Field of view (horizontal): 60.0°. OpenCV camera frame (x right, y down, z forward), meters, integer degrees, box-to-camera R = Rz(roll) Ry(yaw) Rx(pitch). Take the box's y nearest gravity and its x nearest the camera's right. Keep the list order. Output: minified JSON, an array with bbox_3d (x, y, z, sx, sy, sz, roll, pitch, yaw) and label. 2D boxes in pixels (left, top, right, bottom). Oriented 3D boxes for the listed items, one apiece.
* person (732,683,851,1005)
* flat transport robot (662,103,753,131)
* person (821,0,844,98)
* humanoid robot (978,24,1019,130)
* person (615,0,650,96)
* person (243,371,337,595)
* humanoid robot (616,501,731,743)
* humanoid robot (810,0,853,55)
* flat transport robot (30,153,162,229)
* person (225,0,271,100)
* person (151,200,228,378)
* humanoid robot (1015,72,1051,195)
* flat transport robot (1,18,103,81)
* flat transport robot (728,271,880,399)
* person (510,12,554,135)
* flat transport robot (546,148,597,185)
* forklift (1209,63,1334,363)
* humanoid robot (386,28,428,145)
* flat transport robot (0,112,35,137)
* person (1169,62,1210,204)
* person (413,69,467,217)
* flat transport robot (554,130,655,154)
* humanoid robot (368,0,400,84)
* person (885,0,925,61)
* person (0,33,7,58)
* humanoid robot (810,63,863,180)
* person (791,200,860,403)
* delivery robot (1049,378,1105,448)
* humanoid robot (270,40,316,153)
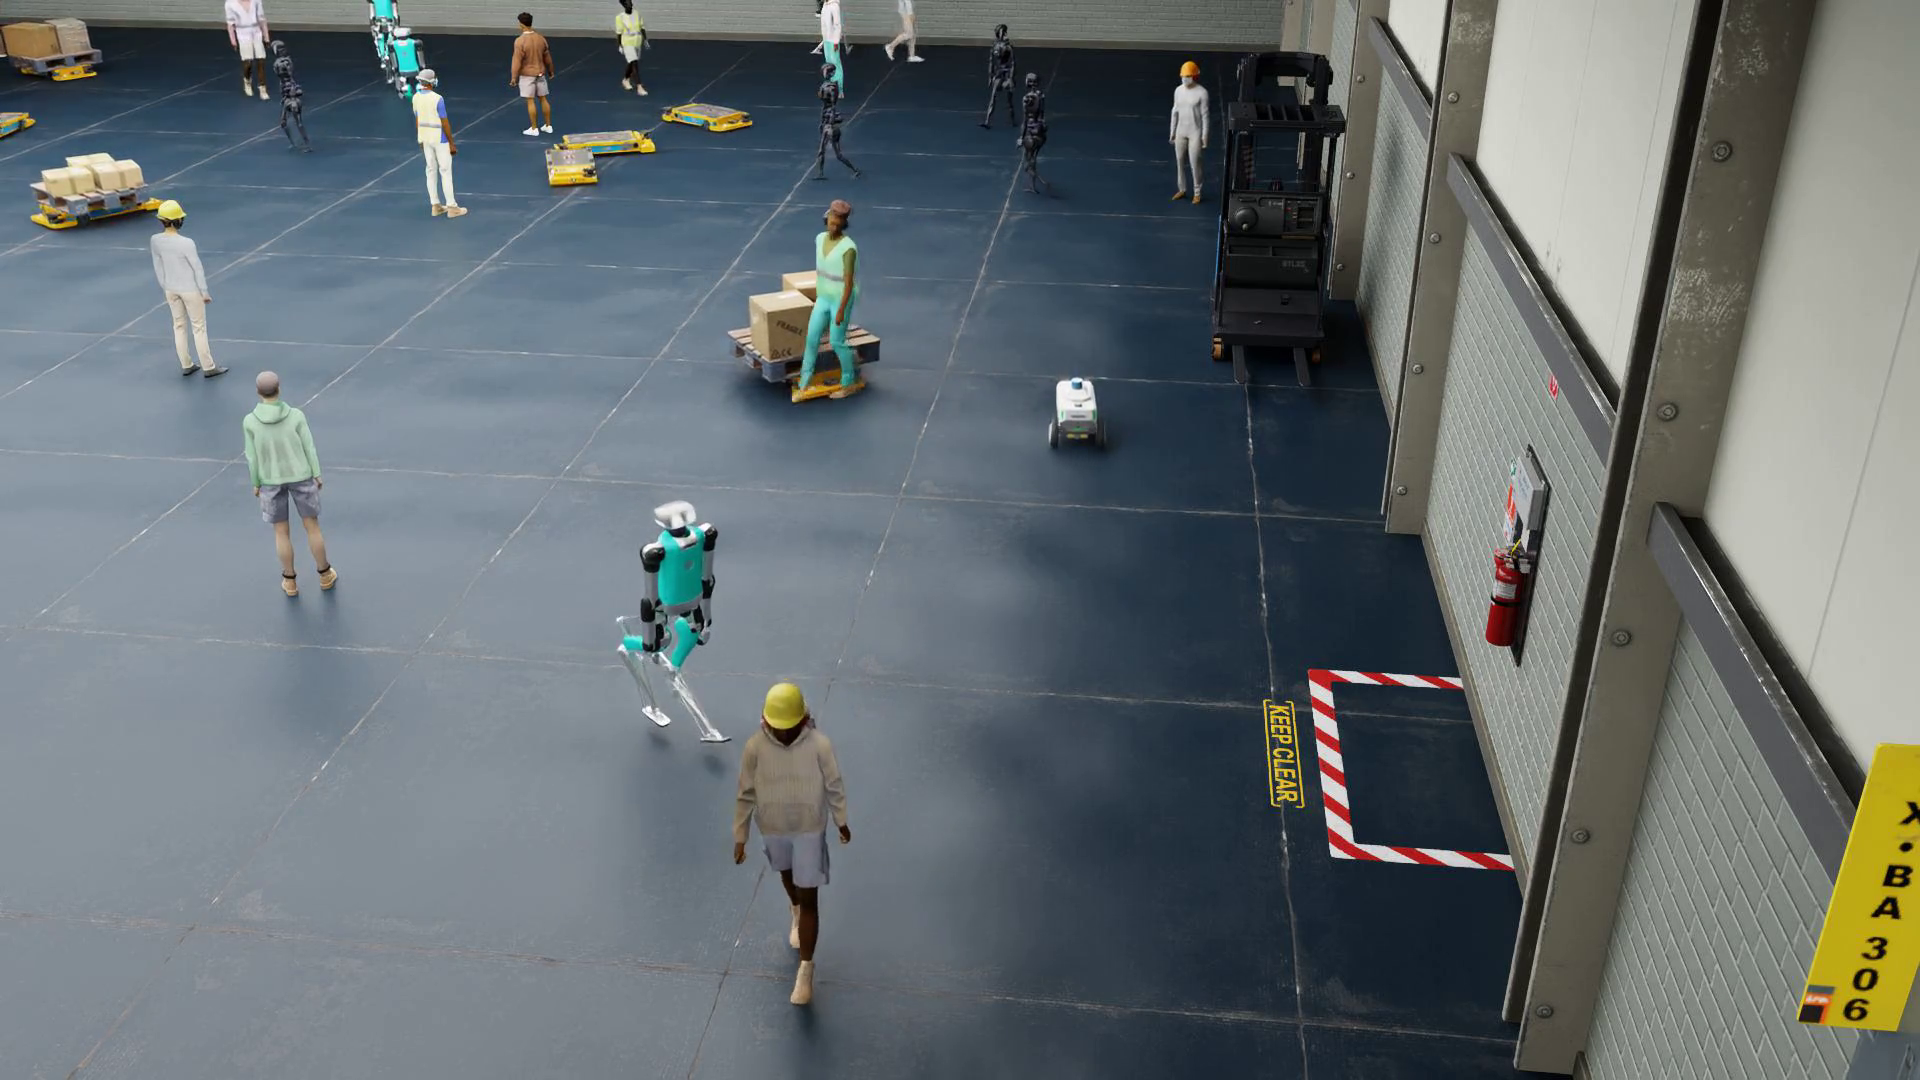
[{"bbox_3d":[-0.873,1.517,8.483,0.578,1.718,0.880,1,27,3],"label":"person"},{"bbox_3d":[-4.056,-6.782,26.677,1.431,0.231,0.659,21,33,35],"label":"flat transport robot"},{"bbox_3d":[-2.179,-8.475,28.220,0.348,1.914,0.497,-14,30,-26],"label":"person"},{"bbox_3d":[0.646,-7.242,26.064,0.750,1.631,0.607,-23,35,-38],"label":"humanoid robot"},{"bbox_3d":[-5.680,-8.550,28.654,0.841,1.662,0.528,21,33,36],"label":"person"},{"bbox_3d":[-4.981,-0.413,12.316,0.482,1.741,0.318,-10,28,-20],"label":"person"},{"bbox_3d":[-1.869,0.510,10.478,0.978,1.732,0.540,23,35,38],"label":"humanoid robot"},{"bbox_3d":[-2.425,-10.169,31.817,0.957,1.776,0.534,-2,27,-3],"label":"humanoid robot"},{"bbox_3d":[-11.358,-4.368,21.858,0.659,0.231,1.431,21,33,35],"label":"flat transport robot"},{"bbox_3d":[-11.975,-8.467,28.082,0.615,2.028,0.428,-21,33,-36],"label":"person"},{"bbox_3d":[-7.634,-2.471,16.400,0.532,1.767,0.320,8,28,15],"label":"person"},{"bbox_3d":[1.049,-5.504,22.552,0.471,1.638,0.600,15,30,28],"label":"humanoid robot"},{"bbox_3d":[-16.385,-8.535,30.178,1.431,0.231,0.659,18,32,32],"label":"flat transport robot"},{"bbox_3d":[-1.572,-1.760,16.651,0.659,0.231,1.431,-15,30,-27],"label":"flat transport robot"},{"bbox_3d":[-6.617,-7.244,25.835,0.392,1.848,0.777,22,34,37],"label":"person"},{"bbox_3d":[-5.583,-5.367,23.853,0.659,0.231,1.431,-6,27,-13],"label":"flat transport robot"},{"bbox_3d":[3.241,-3.477,17.183,1.129,2.768,1.873,3,27,6],"label":"forklift"},{"bbox_3d":[-8.324,-6.960,25.457,0.551,1.822,0.883,-2,27,-4],"label":"humanoid robot"},{"bbox_3d":[-15.151,-6.443,26.000,0.659,0.231,1.431,0,27,0],"label":"flat transport robot"},{"bbox_3d":[3.062,-5.425,22.197,0.573,1.874,0.467,17,31,30],"label":"person"},{"bbox_3d":[-6.807,-5.140,21.591,0.533,1.893,0.400,11,29,21],"label":"person"},{"bbox_3d":[-5.351,-5.948,25.014,1.431,0.231,0.659,-8,28,-16],"label":"flat transport robot"},{"bbox_3d":[-10.059,-8.785,29.016,0.539,1.717,0.988,1,27,2],"label":"humanoid robot"},{"bbox_3d":[-1.034,-9.869,31.070,0.661,1.854,0.515,0,27,1],"label":"person"},{"bbox_3d":[-18.401,-9.998,31.278,0.401,1.907,0.649,3,27,6],"label":"person"},{"bbox_3d":[-1.761,-5.839,23.285,0.737,1.654,0.588,-9,28,-18],"label":"humanoid robot"},{"bbox_3d":[-1.313,-2.237,15.727,0.573,1.943,0.714,22,34,36],"label":"person"},{"bbox_3d":[1.061,-1.179,15.165,0.499,0.587,0.782,0,27,1],"label":"delivery robot"},{"bbox_3d":[-9.946,-6.577,24.706,0.428,1.644,0.609,-19,32,-33],"label":"humanoid robot"}]
